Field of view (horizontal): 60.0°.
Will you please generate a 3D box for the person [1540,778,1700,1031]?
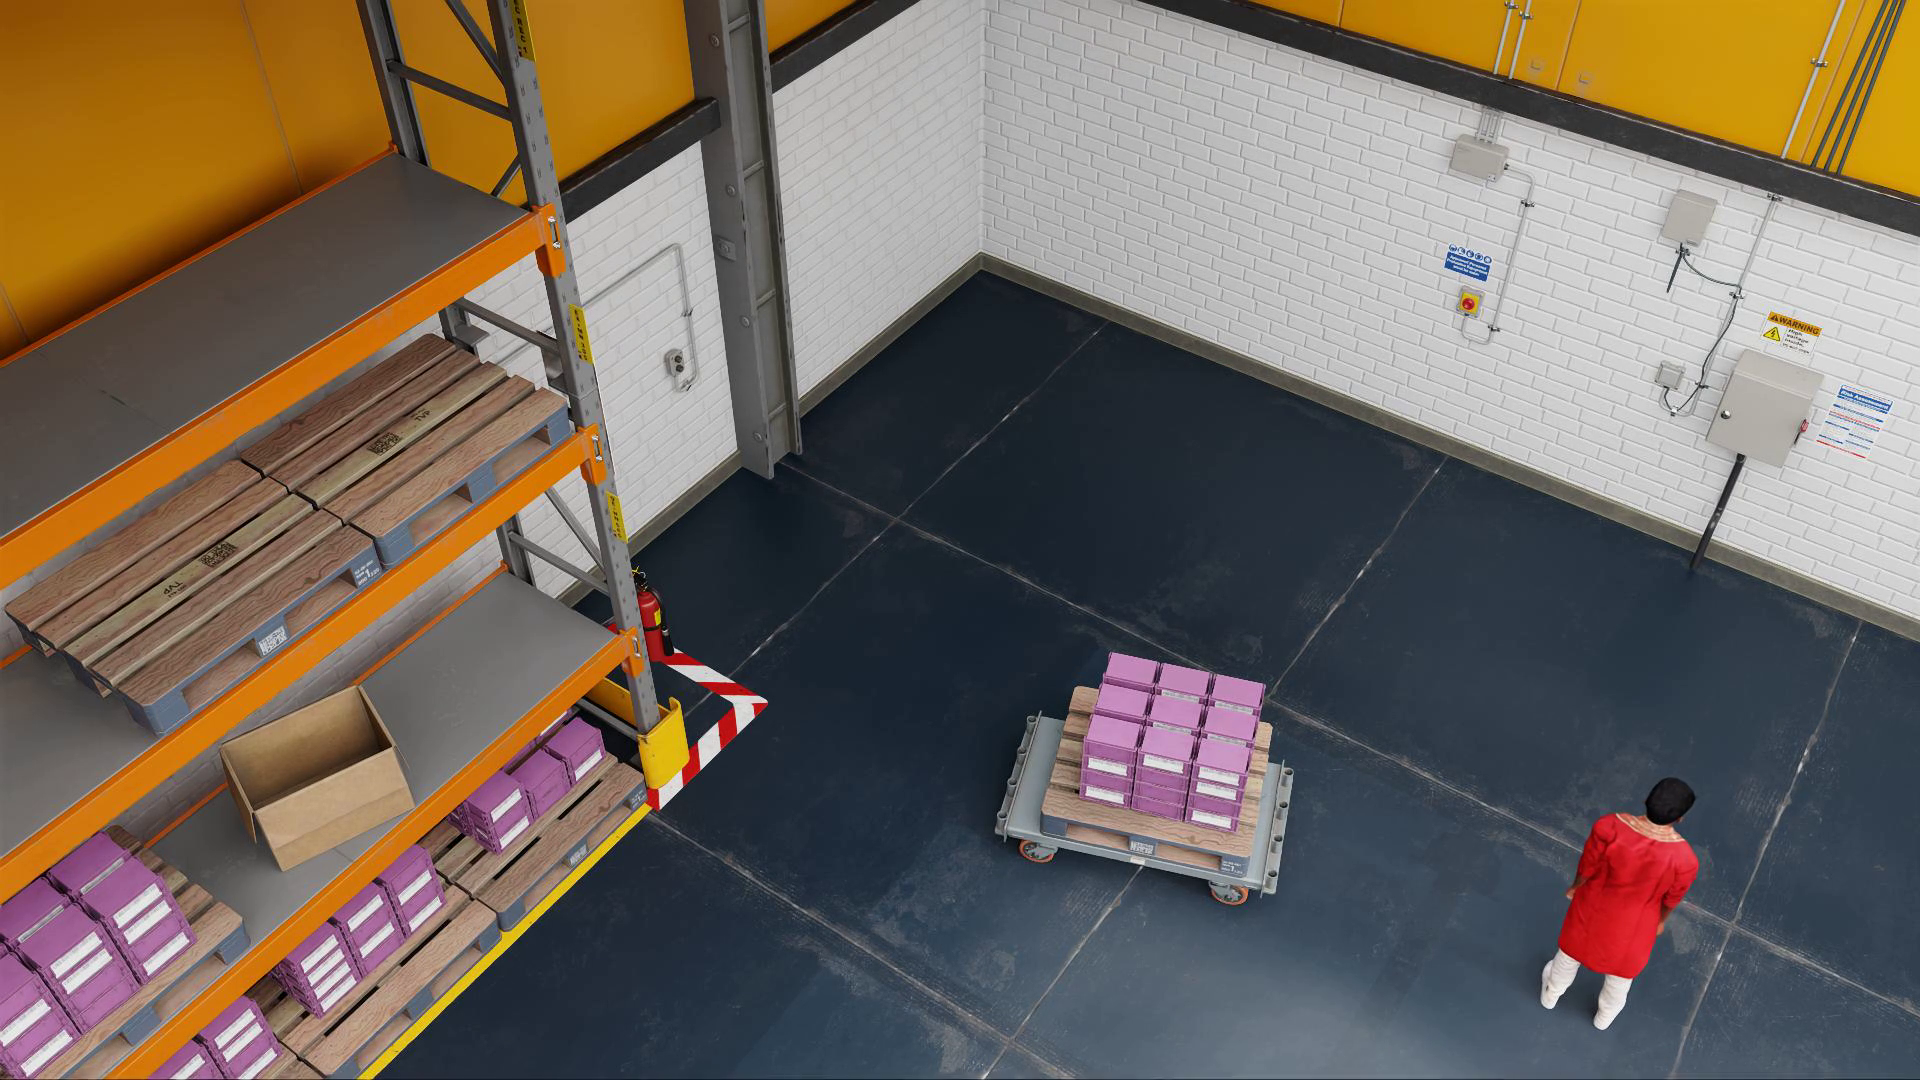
[{"bbox_3d":[3.412,1.881,8.575,0.680,1.883,0.597,23,48,23],"label":"person"}]
